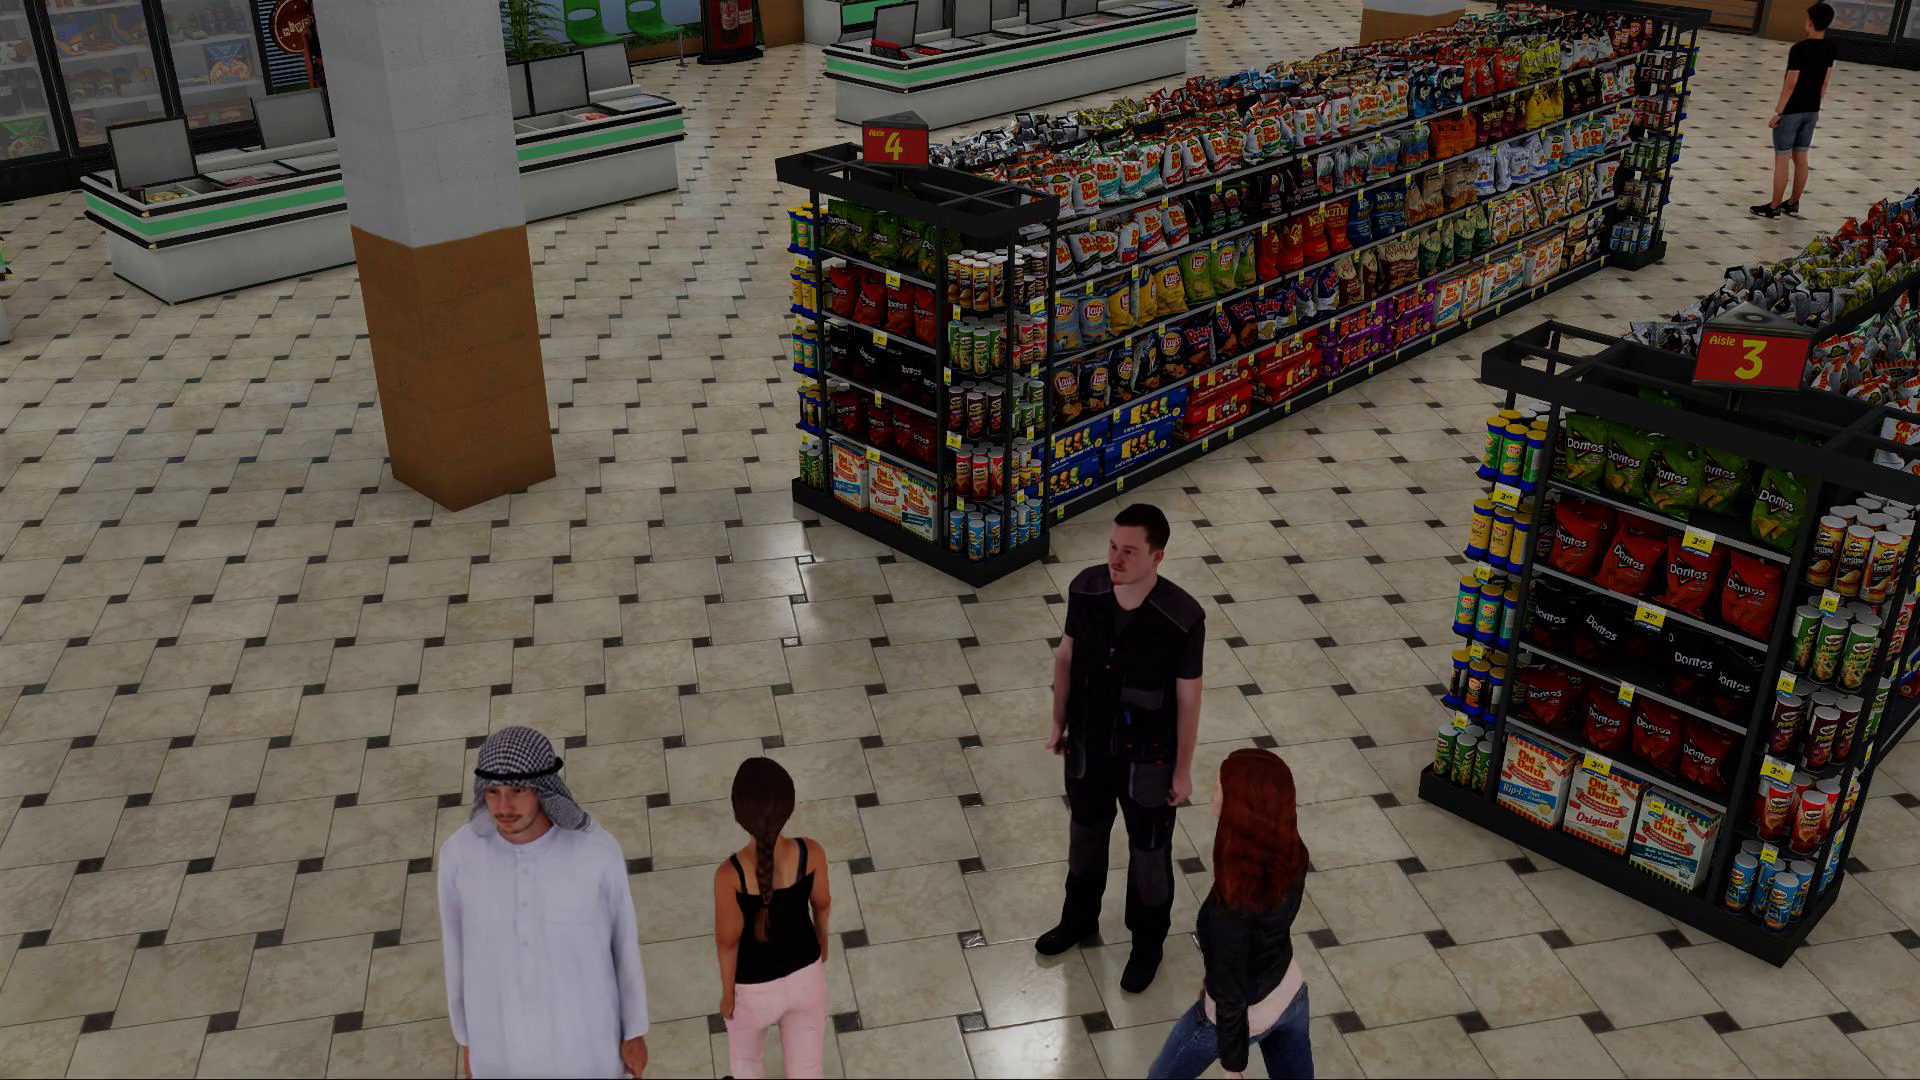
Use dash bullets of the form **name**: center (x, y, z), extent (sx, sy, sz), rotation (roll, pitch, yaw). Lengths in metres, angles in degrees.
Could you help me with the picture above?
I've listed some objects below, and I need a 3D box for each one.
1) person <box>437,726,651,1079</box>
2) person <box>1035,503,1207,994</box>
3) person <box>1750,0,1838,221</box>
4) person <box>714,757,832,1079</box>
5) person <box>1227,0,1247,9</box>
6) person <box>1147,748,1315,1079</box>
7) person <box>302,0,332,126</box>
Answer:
- **person**: center (-1.109, 1.328, 4.496), extent (0.794, 1.926, 0.871), rotation (-2, 27, -5)
- **person**: center (0.570, 0.715, 5.796), extent (0.757, 1.845, 0.645), rotation (18, 32, 31)
- **person**: center (7.385, -3.769, 14.636), extent (0.645, 1.846, 0.804), rotation (-10, 29, -19)
- **person**: center (-0.516, 1.348, 4.890), extent (0.949, 1.535, 0.808), rotation (-10, 29, -19)
- **person**: center (4.169, -8.840, 24.709), extent (0.680, 1.781, 0.503), rotation (18, 32, 32)
- **person**: center (0.869, 1.392, 4.587), extent (0.687, 1.730, 1.203), rotation (19, 33, 33)
- **person**: center (-6.075, -4.377, 16.117), extent (0.570, 1.591, 0.709), rotation (-12, 29, -22)
